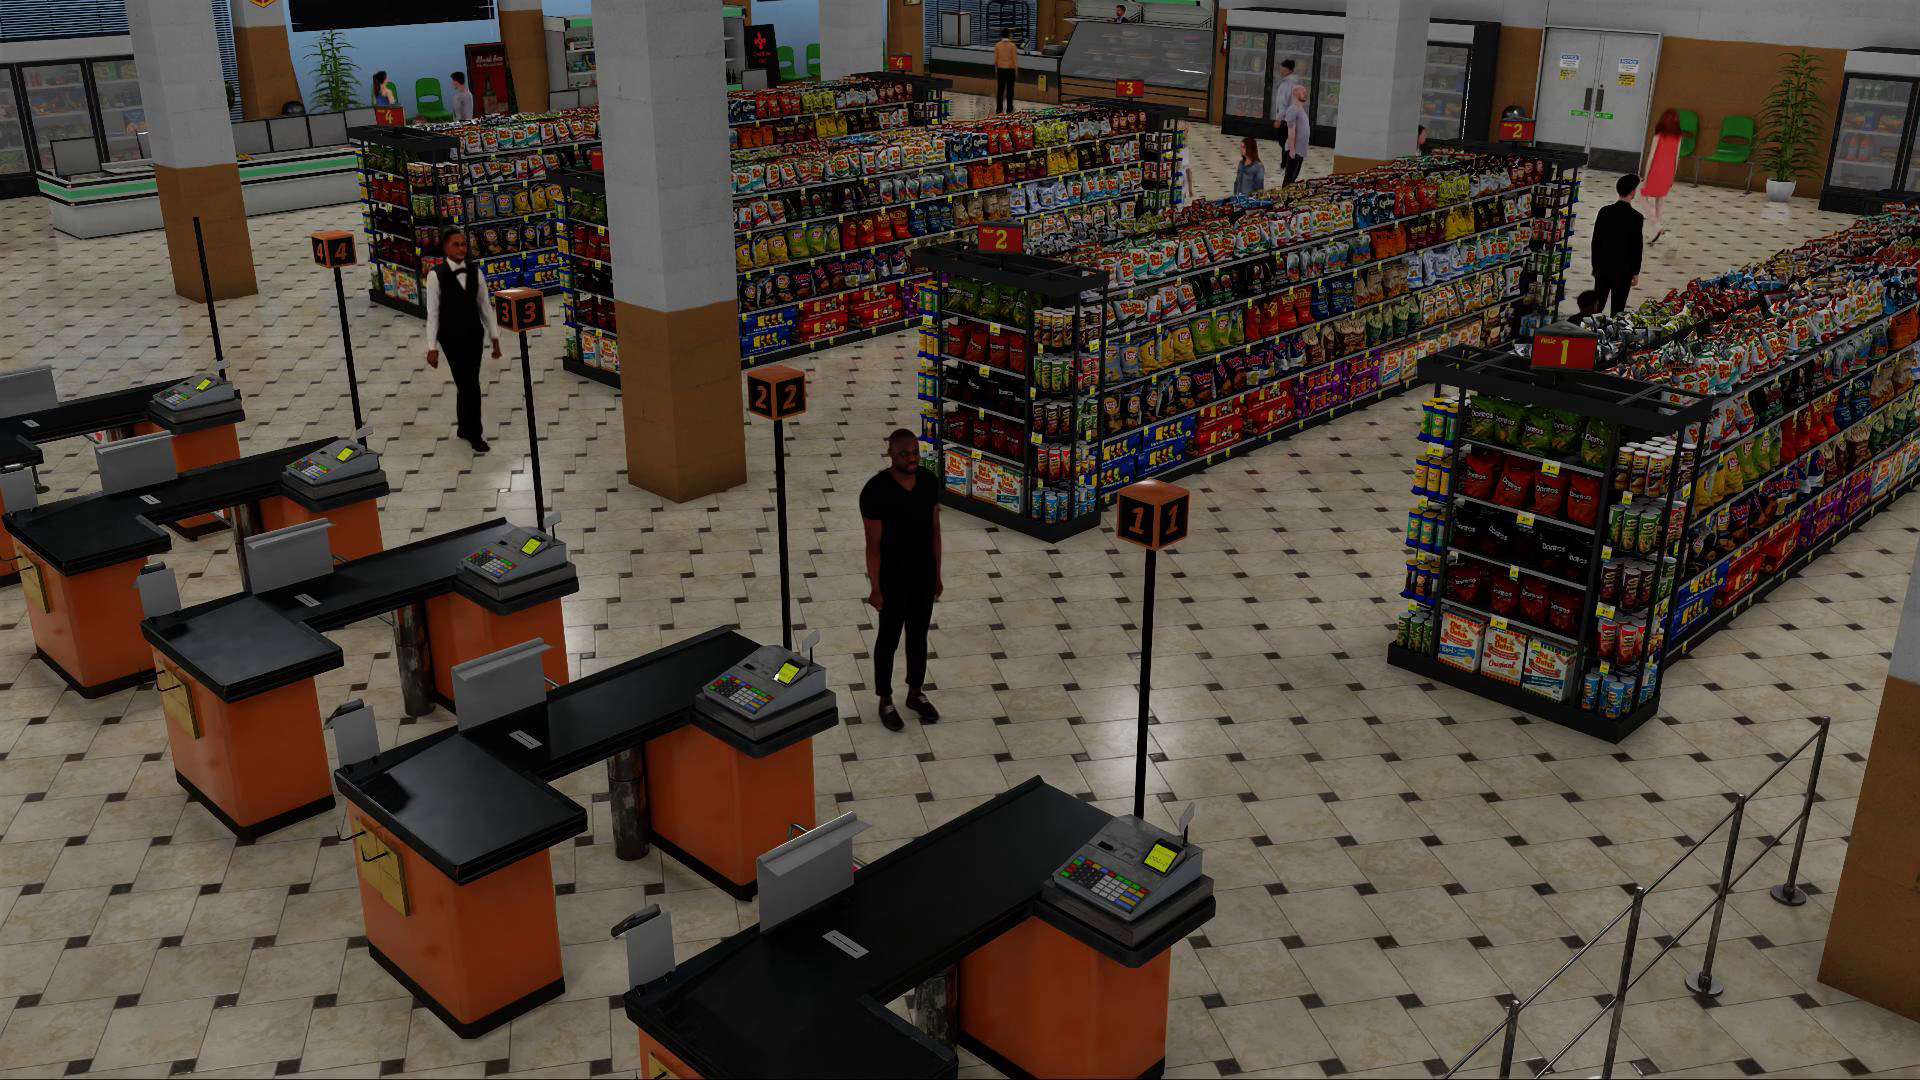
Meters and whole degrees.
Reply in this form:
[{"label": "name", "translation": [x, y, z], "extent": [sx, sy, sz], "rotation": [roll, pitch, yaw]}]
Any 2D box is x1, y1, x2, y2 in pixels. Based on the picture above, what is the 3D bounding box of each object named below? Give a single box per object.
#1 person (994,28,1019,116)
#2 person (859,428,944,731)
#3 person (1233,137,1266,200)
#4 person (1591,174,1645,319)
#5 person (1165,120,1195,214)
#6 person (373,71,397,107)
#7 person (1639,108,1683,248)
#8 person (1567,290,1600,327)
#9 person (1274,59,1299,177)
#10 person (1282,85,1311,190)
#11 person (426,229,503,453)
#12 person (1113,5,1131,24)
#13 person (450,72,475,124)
[{"label": "person", "translation": [0.949, -9.600, 34.125], "extent": [0.729, 1.754, 0.717], "rotation": [12, 25, 27]}, {"label": "person", "translation": [-0.328, 0.213, 9.620], "extent": [0.544, 1.817, 0.758], "rotation": [-14, 26, -32]}, {"label": "person", "translation": [3.565, -4.115, 20.549], "extent": [0.581, 1.700, 0.660], "rotation": [-14, 26, -30]}, {"label": "person", "translation": [6.674, -2.778, 16.960], "extent": [0.623, 1.894, 0.703], "rotation": [-17, 28, -36]}, {"label": "person", "translation": [2.751, -4.576, 21.644], "extent": [0.490, 1.738, 0.656], "rotation": [-18, 28, -38]}, {"label": "person", "translation": [-9.696, -7.026, 27.964], "extent": [0.630, 1.572, 1.046], "rotation": [17, 27, 36]}, {"label": "person", "translation": [9.296, -4.757, 21.994], "extent": [0.829, 1.813, 0.874], "rotation": [-4, 22, -9]}, {"label": "person", "translation": [5.476, -1.591, 14.875], "extent": [0.869, 1.246, 0.674], "rotation": [-10, 24, -24]}, {"label": "person", "translation": [5.380, -6.965, 27.385], "extent": [0.989, 1.890, 0.830], "rotation": [11, 24, 24]}, {"label": "person", "translation": [4.923, -5.740, 24.407], "extent": [0.810, 1.838, 0.661], "rotation": [9, 24, 21]}, {"label": "person", "translation": [-4.347, -1.735, 14.368], "extent": [0.792, 1.891, 0.865], "rotation": [19, 29, 39]}, {"label": "person", "translation": [3.711, -11.416, 38.496], "extent": [0.547, 1.866, 0.625], "rotation": [-20, 30, -41]}, {"label": "person", "translation": [-7.699, -6.352, 25.921], "extent": [0.764, 1.846, 0.660], "rotation": [4, 22, 10]}]
